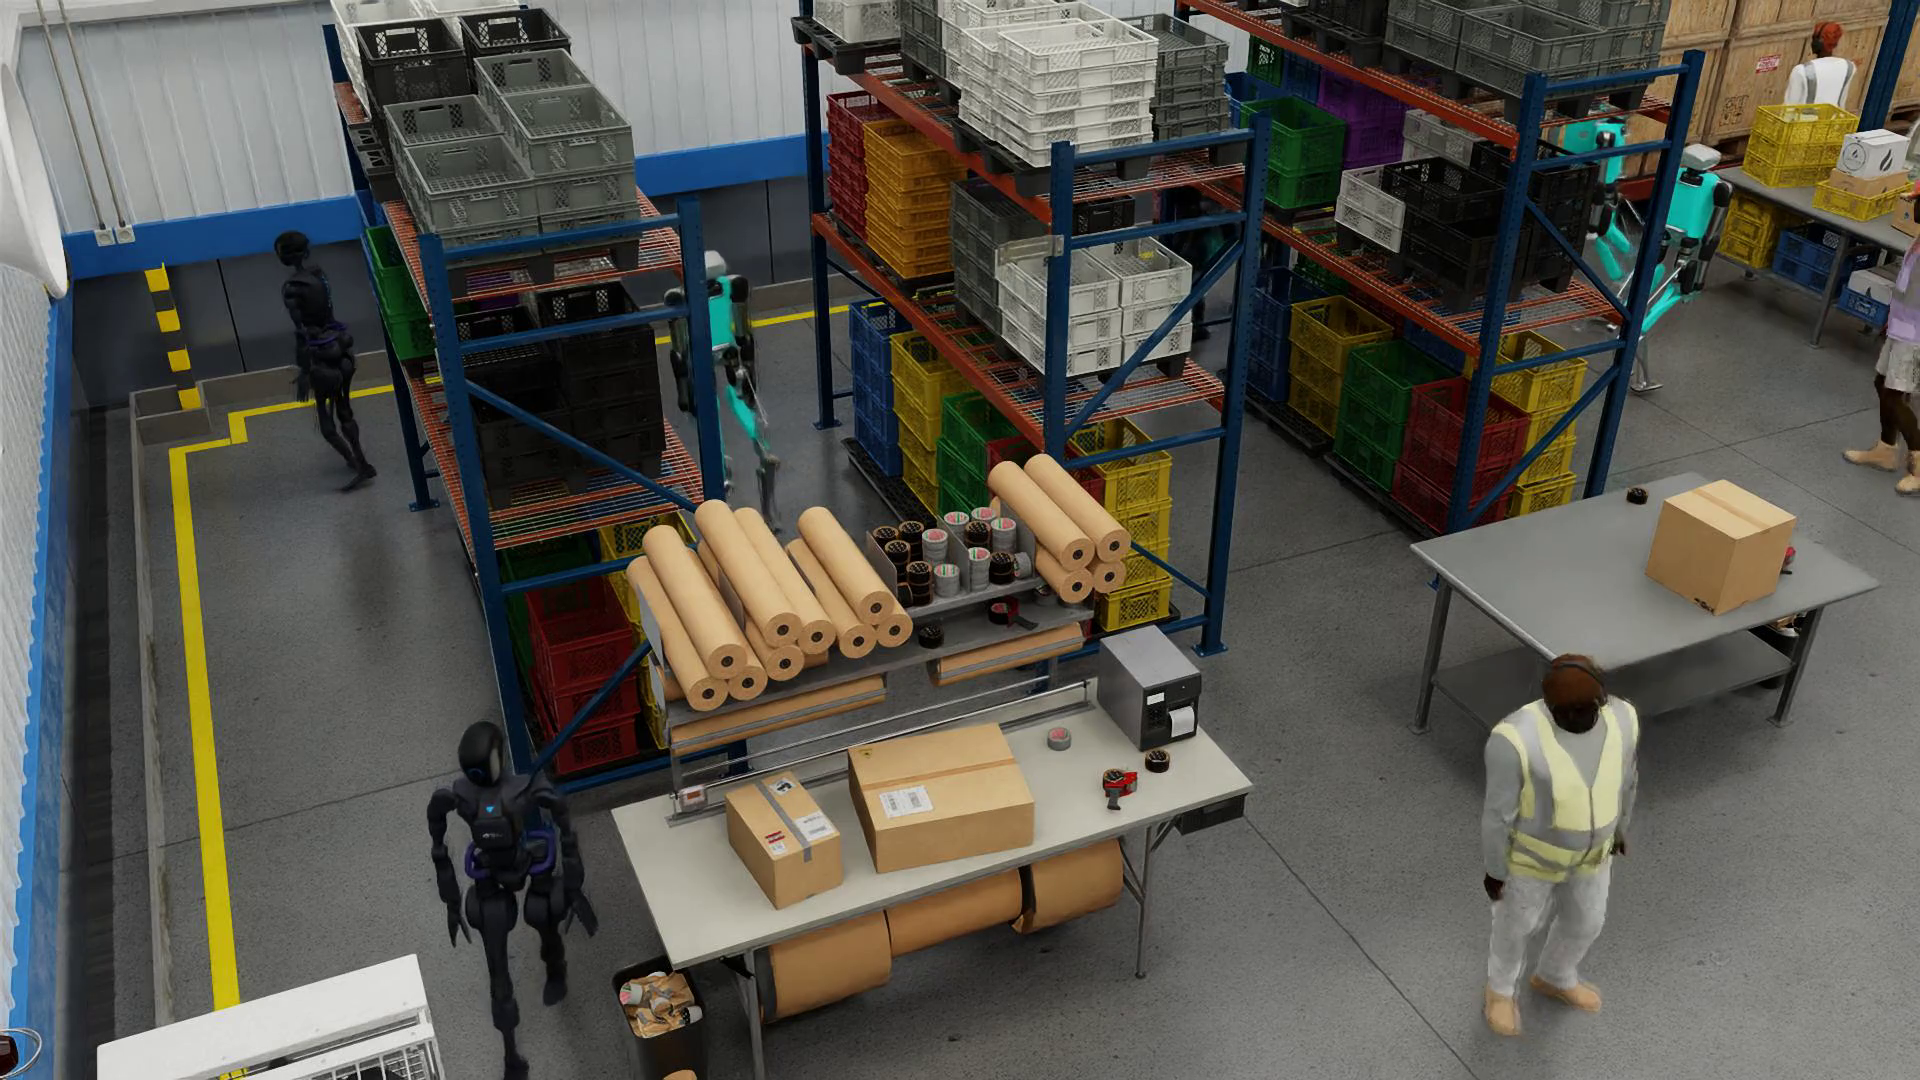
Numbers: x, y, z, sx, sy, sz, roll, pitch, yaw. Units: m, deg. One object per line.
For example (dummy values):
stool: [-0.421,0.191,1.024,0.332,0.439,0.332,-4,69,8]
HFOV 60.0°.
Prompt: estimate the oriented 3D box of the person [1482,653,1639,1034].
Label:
person: [2.360,1.214,6.544,0.734,1.804,0.429,-7,32,-12]

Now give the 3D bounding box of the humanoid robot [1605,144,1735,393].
humanoid robot: [4.787,-1.837,11.457,0.732,1.691,0.531,-20,37,-29]

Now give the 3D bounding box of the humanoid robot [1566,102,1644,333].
humanoid robot: [4.959,-2.368,12.441,0.663,1.823,0.537,16,35,24]

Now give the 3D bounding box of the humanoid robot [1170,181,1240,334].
humanoid robot: [1.813,-2.333,12.357,0.719,1.789,0.548,-22,38,-31]

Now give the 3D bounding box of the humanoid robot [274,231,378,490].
humanoid robot: [-3.976,-1.143,10.481,0.425,1.636,0.604,1,32,1]

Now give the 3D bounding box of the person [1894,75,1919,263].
person: [7.414,-2.779,12.887,0.399,1.943,0.605,17,36,26]

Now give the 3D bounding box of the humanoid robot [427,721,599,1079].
humanoid robot: [-1.717,1.366,6.459,0.589,1.625,0.786,-4,32,-6]

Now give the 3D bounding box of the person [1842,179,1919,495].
person: [6.042,-1.306,10.454,0.631,1.994,0.679,9,33,15]

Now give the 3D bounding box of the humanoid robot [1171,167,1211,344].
humanoid robot: [1.647,-2.245,12.281,0.504,1.641,0.609,-8,32,-12]

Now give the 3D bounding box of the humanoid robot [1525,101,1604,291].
humanoid robot: [4.807,-2.821,13.142,0.559,1.750,0.843,9,33,14]

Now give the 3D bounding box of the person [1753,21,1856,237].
person: [7.082,-3.387,13.944,0.581,1.876,0.355,-6,32,-10]

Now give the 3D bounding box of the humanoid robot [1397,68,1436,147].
humanoid robot: [3.648,-3.254,13.897,0.599,1.657,0.315,3,32,5]

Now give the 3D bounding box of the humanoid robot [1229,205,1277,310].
humanoid robot: [2.349,-2.538,12.790,0.437,1.647,0.611,3,32,6]

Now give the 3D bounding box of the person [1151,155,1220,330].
person: [1.722,-2.458,12.470,0.589,1.833,0.404,3,32,5]

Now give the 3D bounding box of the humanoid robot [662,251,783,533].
humanoid robot: [-1.321,-0.770,9.859,0.535,1.779,0.985,-19,36,-27]
